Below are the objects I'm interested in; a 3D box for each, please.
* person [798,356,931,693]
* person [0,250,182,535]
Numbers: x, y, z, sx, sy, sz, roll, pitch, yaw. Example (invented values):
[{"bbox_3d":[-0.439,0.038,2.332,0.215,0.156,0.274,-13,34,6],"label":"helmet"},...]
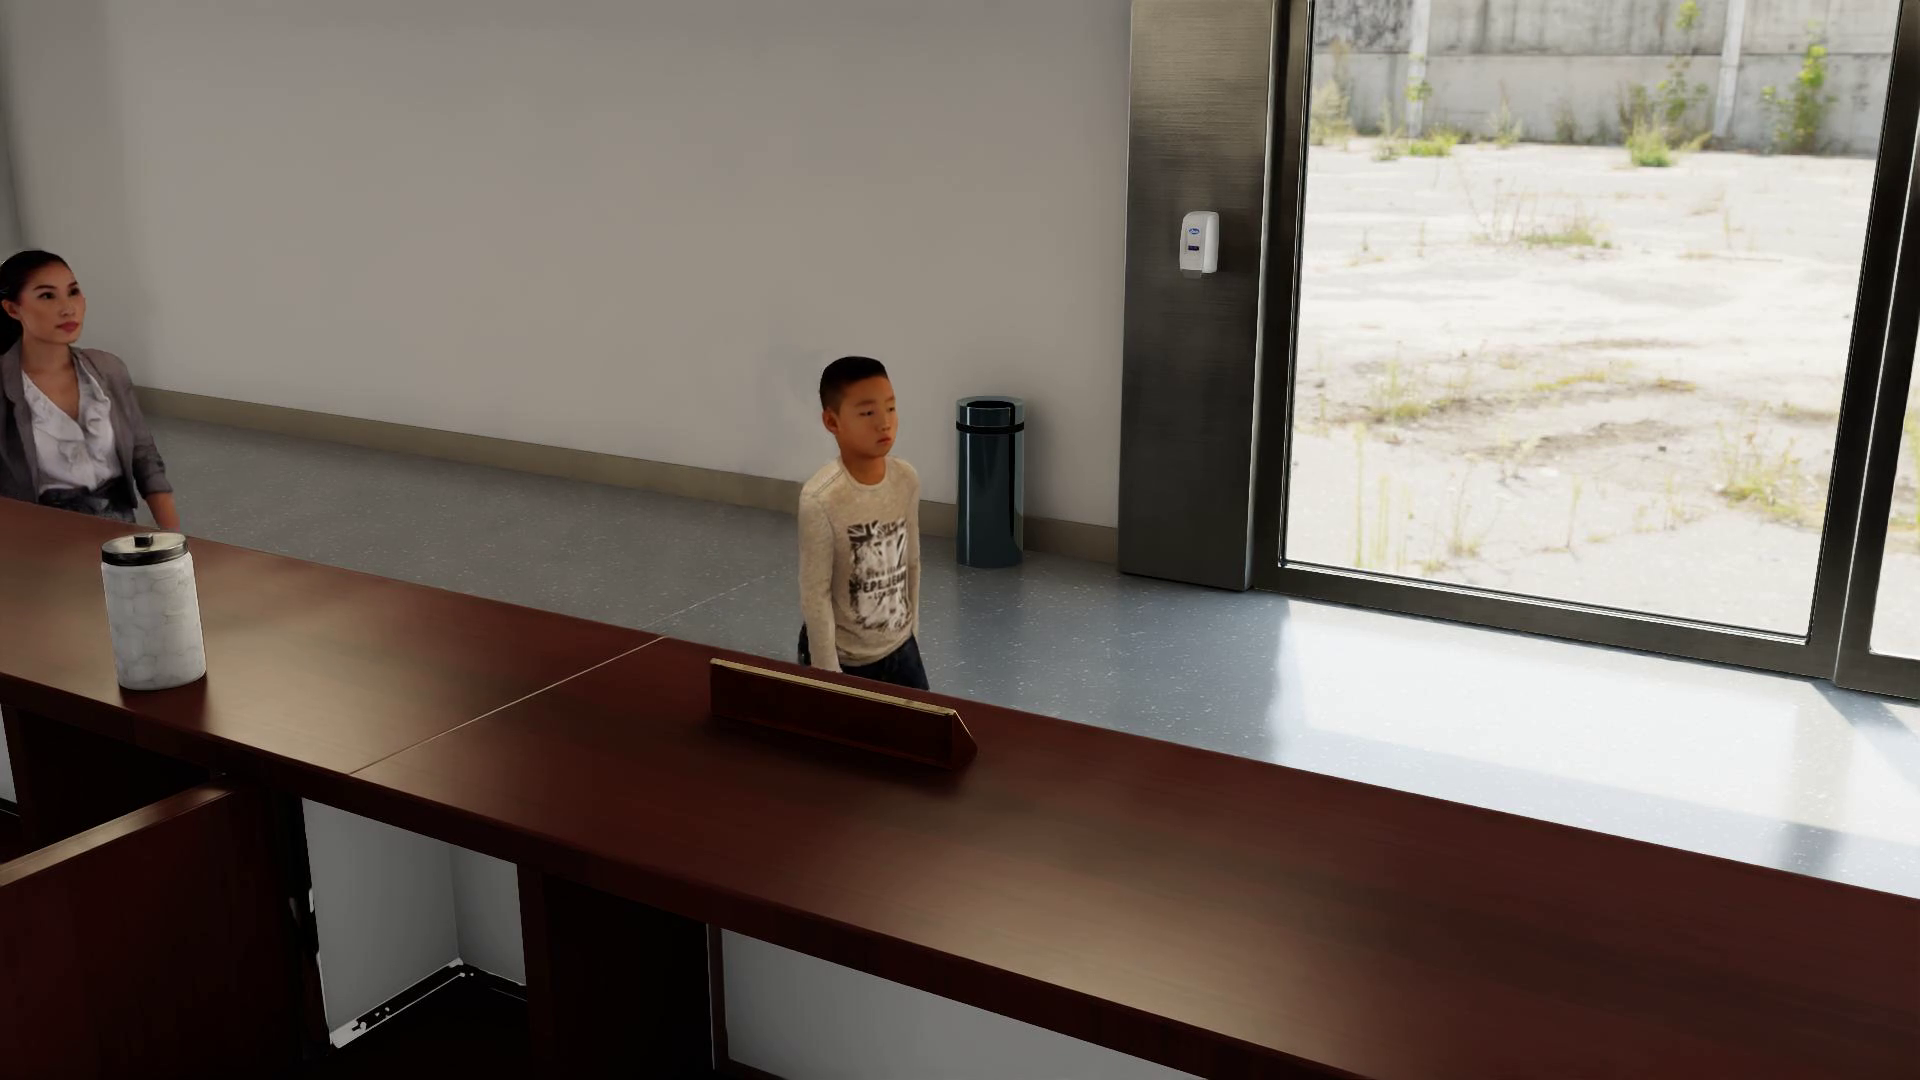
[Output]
[{"bbox_3d":[-0.295,0.269,4.132,0.845,1.444,0.776,-15,21,-42],"label":"person"},{"bbox_3d":[-2.431,0.072,4.466,0.712,1.641,0.960,10,19,32],"label":"person"}]
